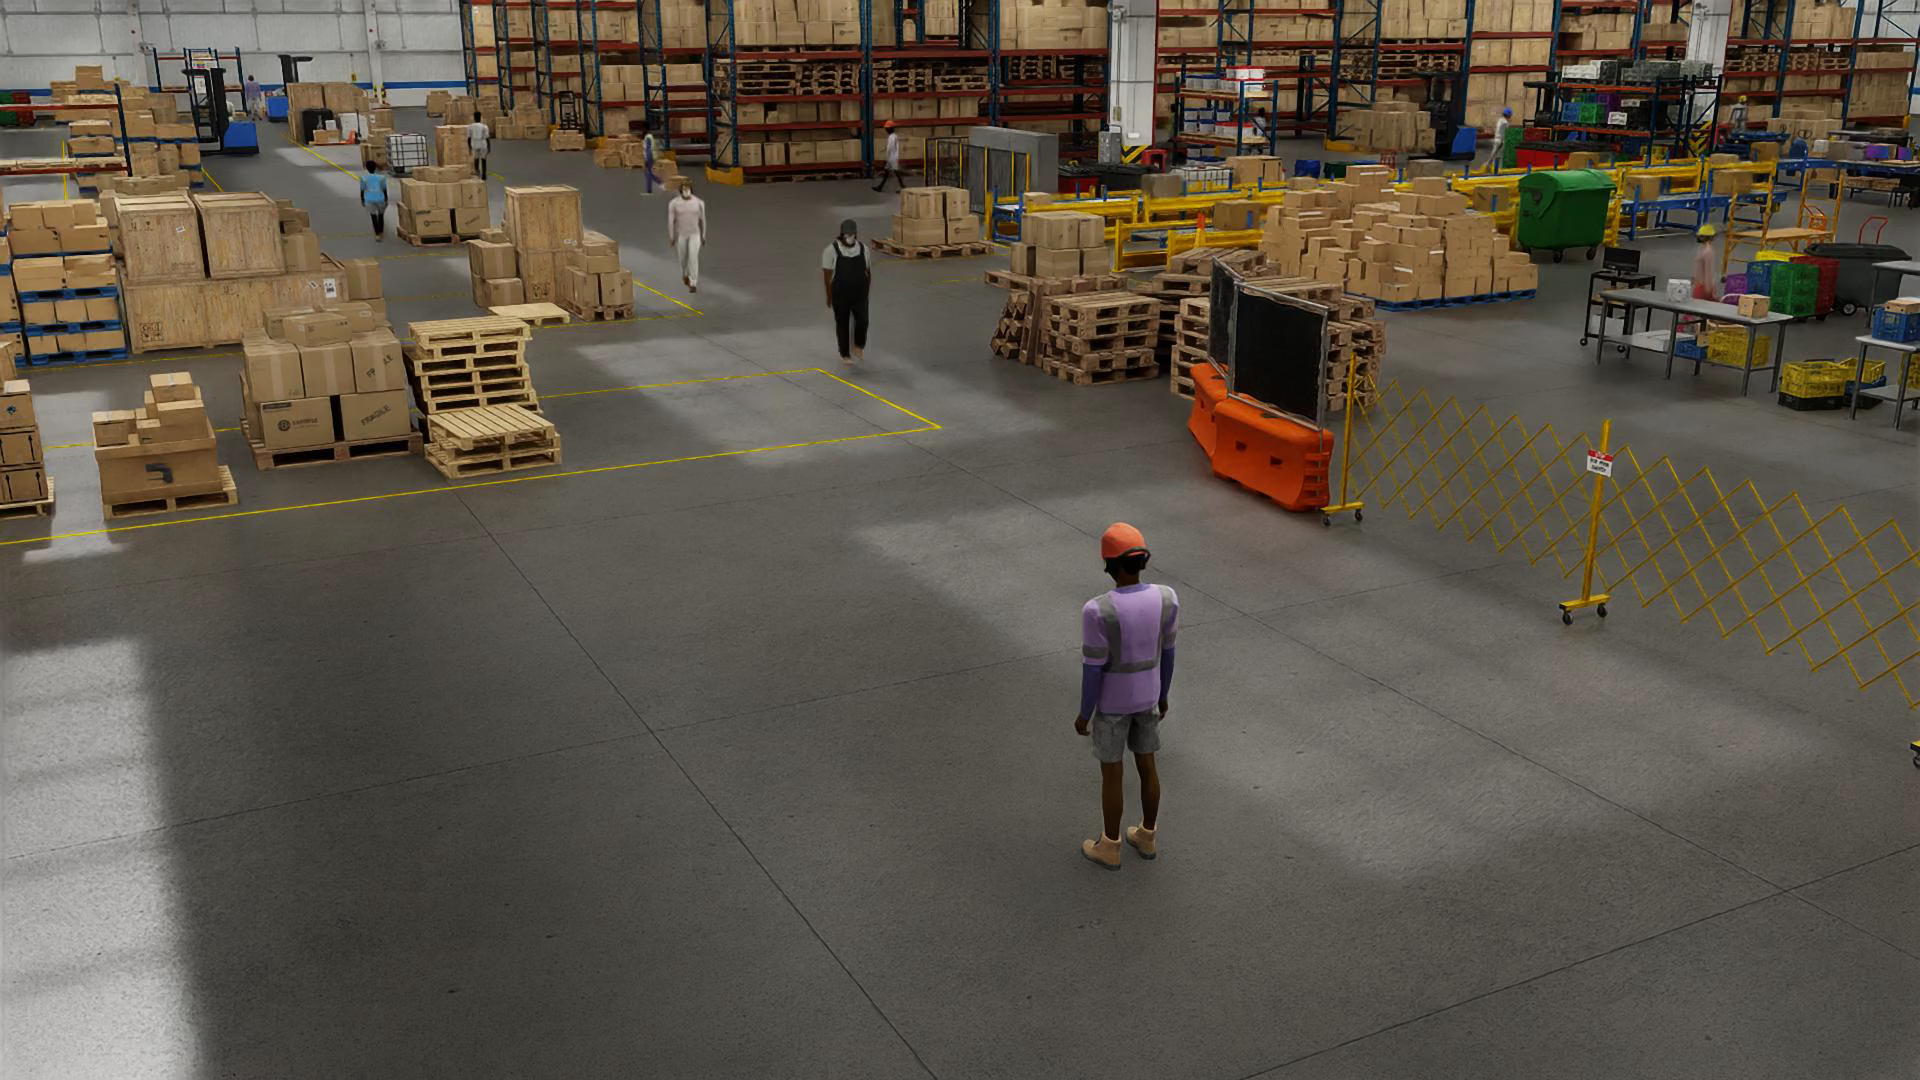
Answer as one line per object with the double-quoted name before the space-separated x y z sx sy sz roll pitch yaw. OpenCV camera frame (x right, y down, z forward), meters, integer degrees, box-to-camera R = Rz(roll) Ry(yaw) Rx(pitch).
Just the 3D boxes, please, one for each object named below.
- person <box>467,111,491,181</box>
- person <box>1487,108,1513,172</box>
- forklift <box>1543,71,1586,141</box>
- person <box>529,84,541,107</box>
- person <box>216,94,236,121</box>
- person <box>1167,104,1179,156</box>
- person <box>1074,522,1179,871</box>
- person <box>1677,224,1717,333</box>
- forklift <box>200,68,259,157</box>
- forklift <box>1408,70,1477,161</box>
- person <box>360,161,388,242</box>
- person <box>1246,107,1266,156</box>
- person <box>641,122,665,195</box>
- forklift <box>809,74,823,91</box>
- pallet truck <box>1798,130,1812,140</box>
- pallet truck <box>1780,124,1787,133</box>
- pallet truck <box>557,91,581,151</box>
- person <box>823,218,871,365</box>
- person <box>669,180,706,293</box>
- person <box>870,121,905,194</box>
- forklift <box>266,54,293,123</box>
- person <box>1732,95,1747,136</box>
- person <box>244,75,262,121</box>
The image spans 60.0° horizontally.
"person" -13.615 -11.168 47.149 0.628 1.945 0.425 -2 18 -7
"person" 16.183 -11.880 49.472 1.010 1.878 0.593 -2 18 -5
"forklift" 18.685 -13.231 52.085 1.873 2.768 1.129 -9 20 -26
"person" -16.637 -17.003 65.479 0.655 1.877 0.891 16 24 40
"person" -25.070 -14.291 56.826 0.611 1.988 0.391 -9 20 -25
"person" 7.143 -13.598 55.159 0.564 1.679 0.545 1 18 4
"person" 0.922 0.888 9.429 0.605 2.036 0.388 -9 20 -25
"person" 10.897 -3.773 24.461 0.922 1.720 0.520 6 19 18
"forklift" -24.369 -14.147 54.940 1.873 2.768 1.129 -9 20 -26
"forklift" 15.435 -13.460 52.796 1.873 2.768 1.129 -9 20 -26
"person" -12.376 -7.164 35.120 0.546 1.647 0.881 -9 20 -27
"person" 9.619 -13.141 53.758 0.784 1.670 0.537 13 22 35
"person" -8.089 -9.972 43.506 0.541 1.903 0.594 -2 18 -8
"forklift" -4.353 -12.765 50.631 1.873 2.768 1.129 -9 20 -26
"pallet truck" 25.526 -11.556 49.408 1.630 1.274 0.653 -9 20 -26
"pallet truck" 25.206 -12.542 52.601 1.601 1.201 0.680 0 18 -2
"pallet truck" -13.495 -14.412 57.188 0.823 1.965 1.885 -3 18 -9
"person" -1.523 -3.407 22.810 0.690 2.000 0.537 -5 19 -16
"person" -4.734 -5.304 28.932 0.640 1.920 0.833 -3 18 -8
"person" -1.880 -10.078 43.838 0.973 1.885 0.562 0 18 0
"forklift" -28.451 -19.129 70.472 1.873 2.768 1.129 -9 20 -26
"person" 27.369 -14.683 58.331 0.608 1.809 0.532 -6 19 -17
"person" -30.635 -19.173 72.132 0.627 1.936 0.372 -9 20 -25
